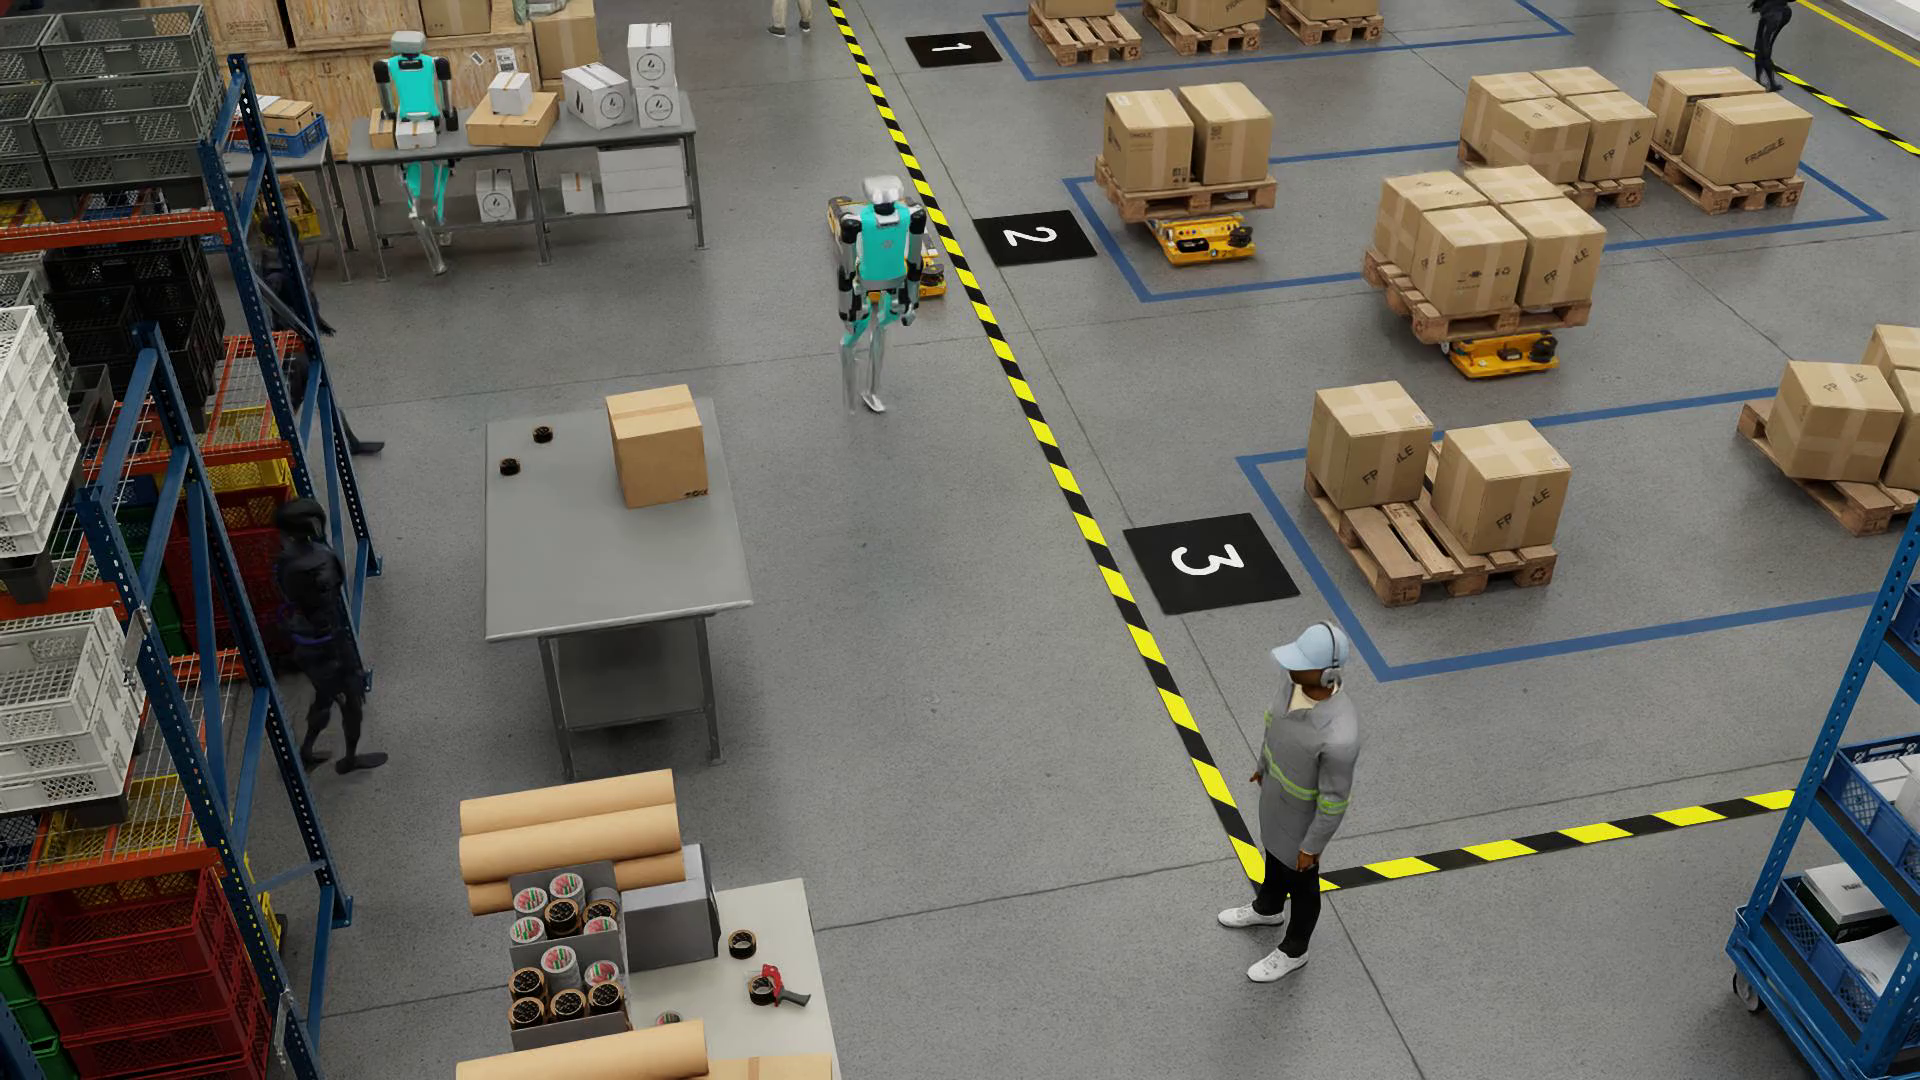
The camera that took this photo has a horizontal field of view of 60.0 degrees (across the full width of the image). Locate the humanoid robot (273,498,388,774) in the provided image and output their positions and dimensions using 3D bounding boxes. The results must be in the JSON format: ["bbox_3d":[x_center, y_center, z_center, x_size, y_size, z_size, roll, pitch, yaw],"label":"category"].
[{"bbox_3d":[-3.043,0.496,7.727,0.471,1.642,0.611,-20,41,-25],"label":"humanoid robot"}]

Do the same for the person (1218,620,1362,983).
[{"bbox_3d":[1.358,1.062,6.799,0.365,1.852,0.589,-9,38,-12],"label":"person"}]

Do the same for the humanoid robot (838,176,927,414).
[{"bbox_3d":[-0.549,-1.521,10.396,0.542,1.801,0.824,-12,38,-15],"label":"humanoid robot"}]

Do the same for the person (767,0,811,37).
[{"bbox_3d":[-1.679,-5.754,16.030,0.562,1.769,0.400,-20,41,-24],"label":"person"}]

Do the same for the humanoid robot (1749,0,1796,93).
[{"bbox_3d":[7.301,-4.805,14.828,0.407,1.640,0.604,2,37,2],"label":"humanoid robot"}]

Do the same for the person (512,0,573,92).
[{"bbox_3d":[-3.504,-4.408,14.083,0.412,1.939,0.604,23,43,28],"label":"person"}]

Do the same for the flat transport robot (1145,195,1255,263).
[{"bbox_3d":[1.752,-2.599,13.024,0.652,0.197,1.431,-8,37,-10],"label":"flat transport robot"}]

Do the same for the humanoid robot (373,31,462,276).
[{"bbox_3d":[-3.851,-2.711,12.004,0.553,1.749,1.065,-8,37,-11],"label":"humanoid robot"}]

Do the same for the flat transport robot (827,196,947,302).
[{"bbox_3d":[-0.570,-2.220,12.538,0.659,0.231,1.431,-8,37,-10],"label":"flat transport robot"}]

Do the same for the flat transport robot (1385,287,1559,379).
[{"bbox_3d":[3.566,-1.601,11.682,0.652,0.197,1.431,-8,37,-10],"label":"flat transport robot"}]

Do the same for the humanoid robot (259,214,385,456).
[{"bbox_3d":[-4.003,-1.231,10.068,0.760,1.635,0.610,-1,37,-1],"label":"humanoid robot"}]

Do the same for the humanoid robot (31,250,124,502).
[{"bbox_3d":[-5.056,-0.969,9.544,0.707,1.705,0.530,25,43,29],"label":"humanoid robot"}]
